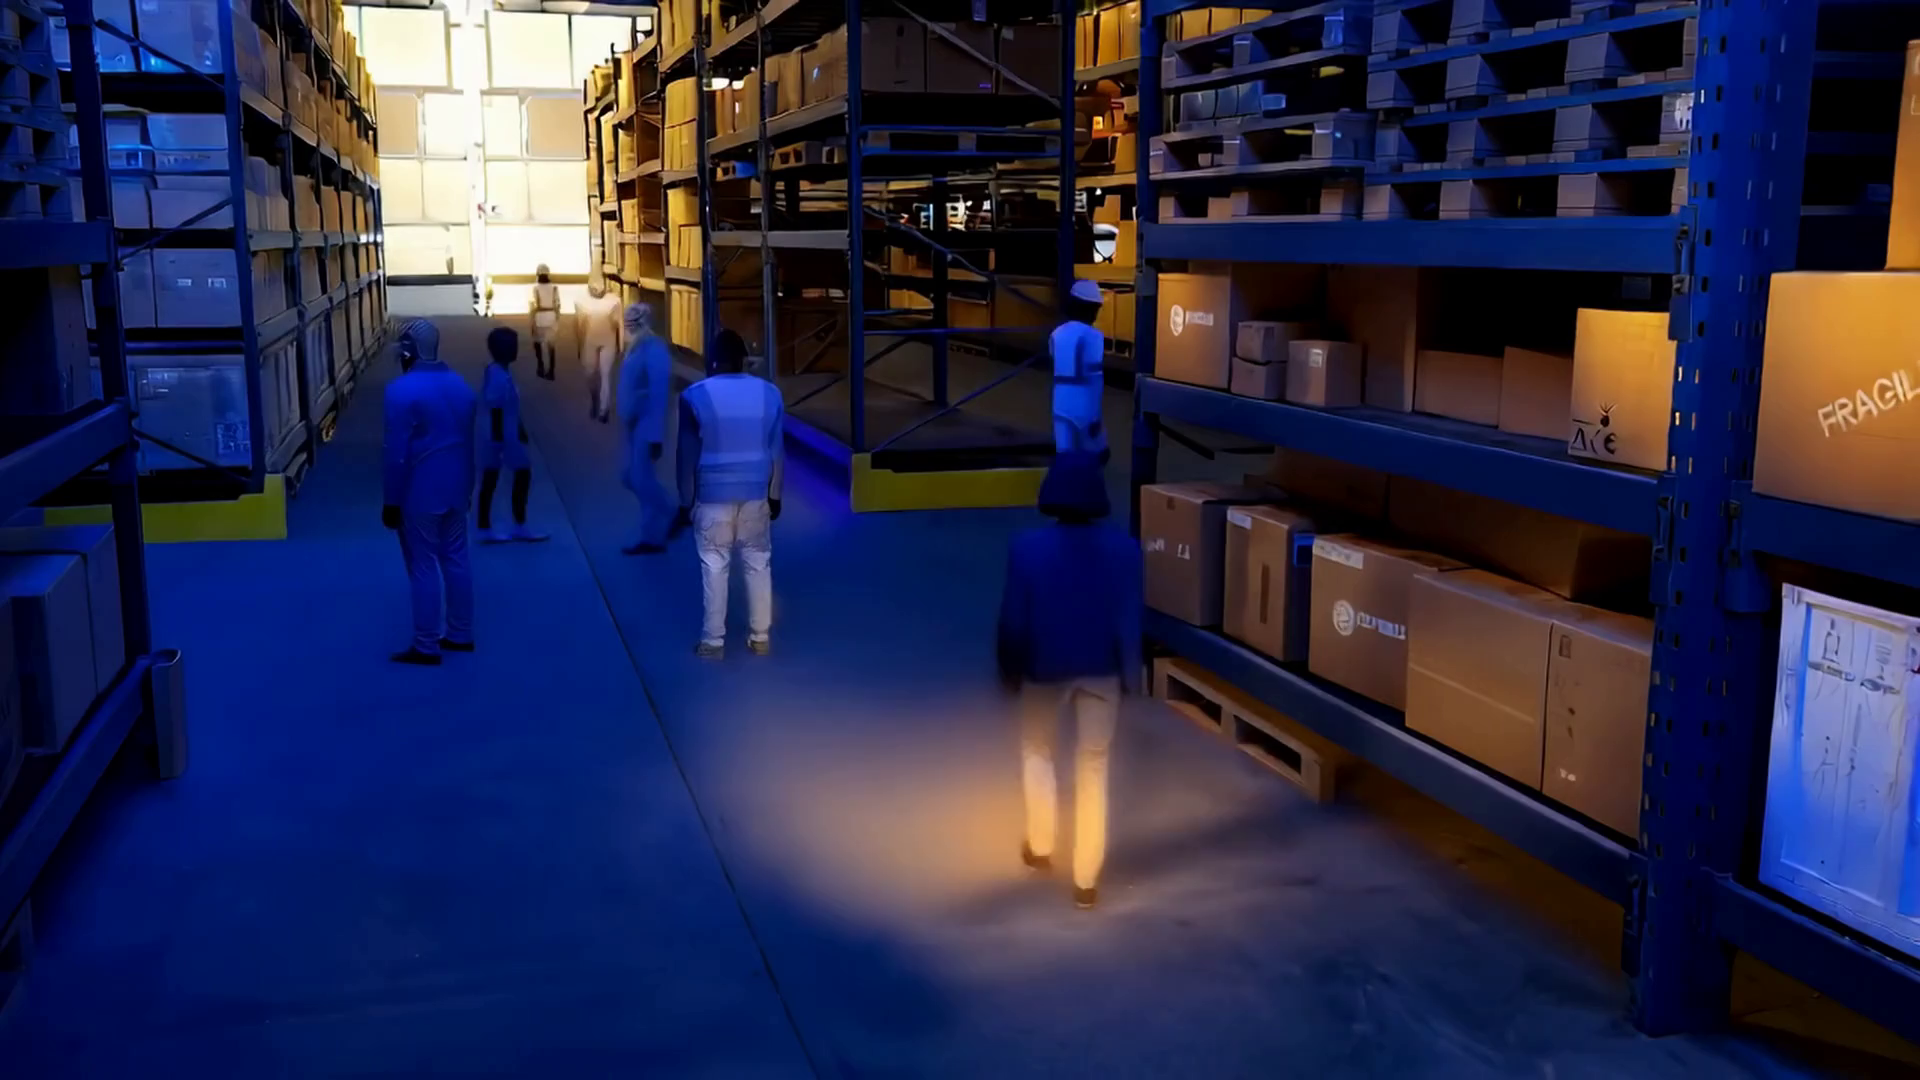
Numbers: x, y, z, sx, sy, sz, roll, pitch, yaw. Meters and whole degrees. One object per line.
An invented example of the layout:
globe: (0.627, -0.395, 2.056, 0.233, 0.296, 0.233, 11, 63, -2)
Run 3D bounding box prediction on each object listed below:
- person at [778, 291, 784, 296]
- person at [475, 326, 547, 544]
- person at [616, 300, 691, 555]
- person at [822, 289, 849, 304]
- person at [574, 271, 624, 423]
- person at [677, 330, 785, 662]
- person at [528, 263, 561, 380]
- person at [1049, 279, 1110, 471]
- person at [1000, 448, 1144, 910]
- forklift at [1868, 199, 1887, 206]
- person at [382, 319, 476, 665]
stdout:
person: (-4.989, -7.152, 46.704, 0.397, 1.992, 0.623, 6, 12, 31)
person: (-3.445, -0.796, 12.740, 0.641, 1.666, 0.532, -5, 11, -25)
person: (-2.302, -0.828, 12.316, 0.472, 1.889, 0.671, -4, 11, -23)
person: (-2.399, -4.539, 32.915, 0.658, 1.795, 0.932, -1, 10, -8)
person: (-4.566, -2.437, 21.073, 0.628, 1.926, 0.427, -1, 10, -5)
person: (-1.282, -0.245, 9.259, 0.633, 1.842, 0.429, -6, 12, -29)
person: (-6.876, -3.619, 27.542, 0.558, 1.912, 0.582, -5, 12, -28)
person: (0.951, -1.028, 13.061, 0.455, 2.021, 0.603, -8, 13, -39)
person: (0.391, 0.472, 5.961, 0.524, 1.610, 0.645, -1, 10, -5)
forklift: (11.338, -2.915, 21.052, 1.129, 2.768, 1.873, -3, 11, -17)
person: (-2.963, -0.268, 9.241, 0.400, 1.901, 0.645, 4, 11, 22)
